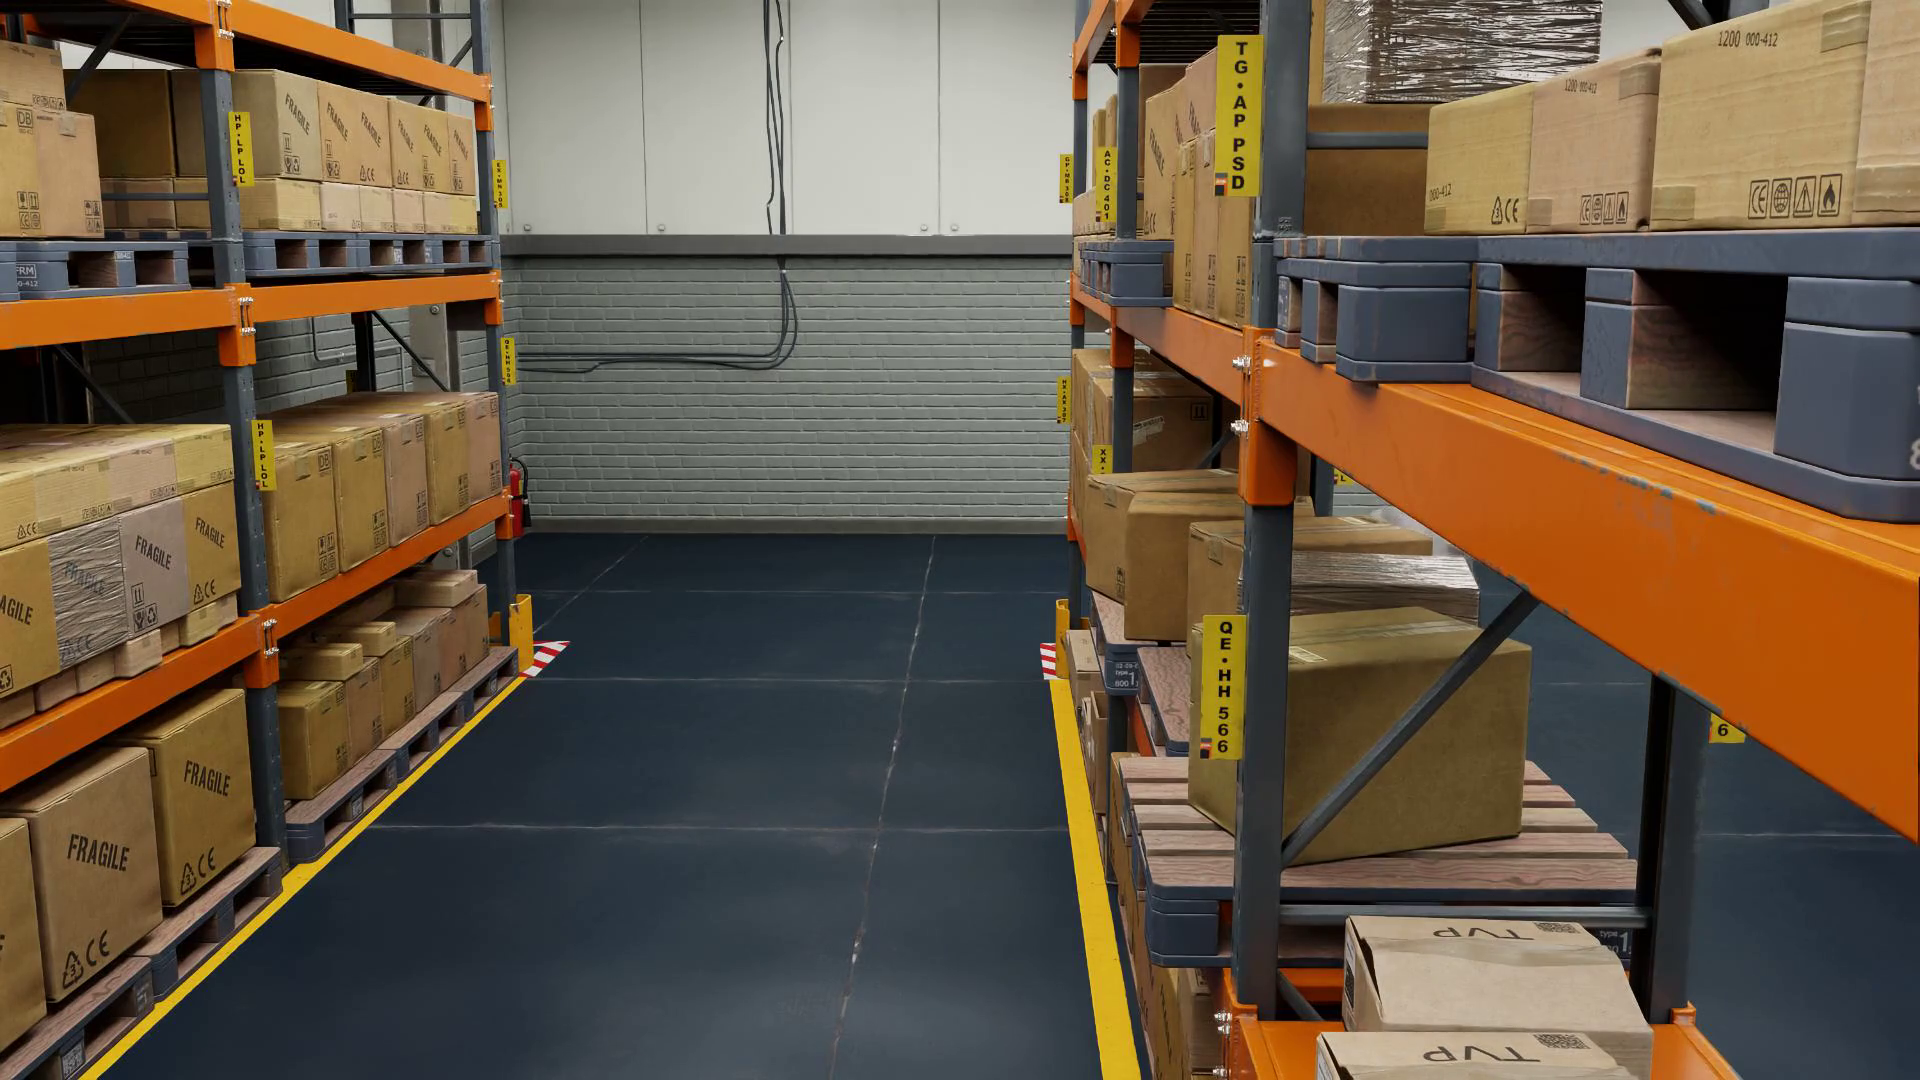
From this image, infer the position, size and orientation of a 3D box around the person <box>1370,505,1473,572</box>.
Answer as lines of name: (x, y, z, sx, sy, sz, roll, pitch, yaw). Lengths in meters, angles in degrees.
person: (2.533, 0.426, 9.280, 0.633, 1.942, 0.514, 0, 10, 0)
